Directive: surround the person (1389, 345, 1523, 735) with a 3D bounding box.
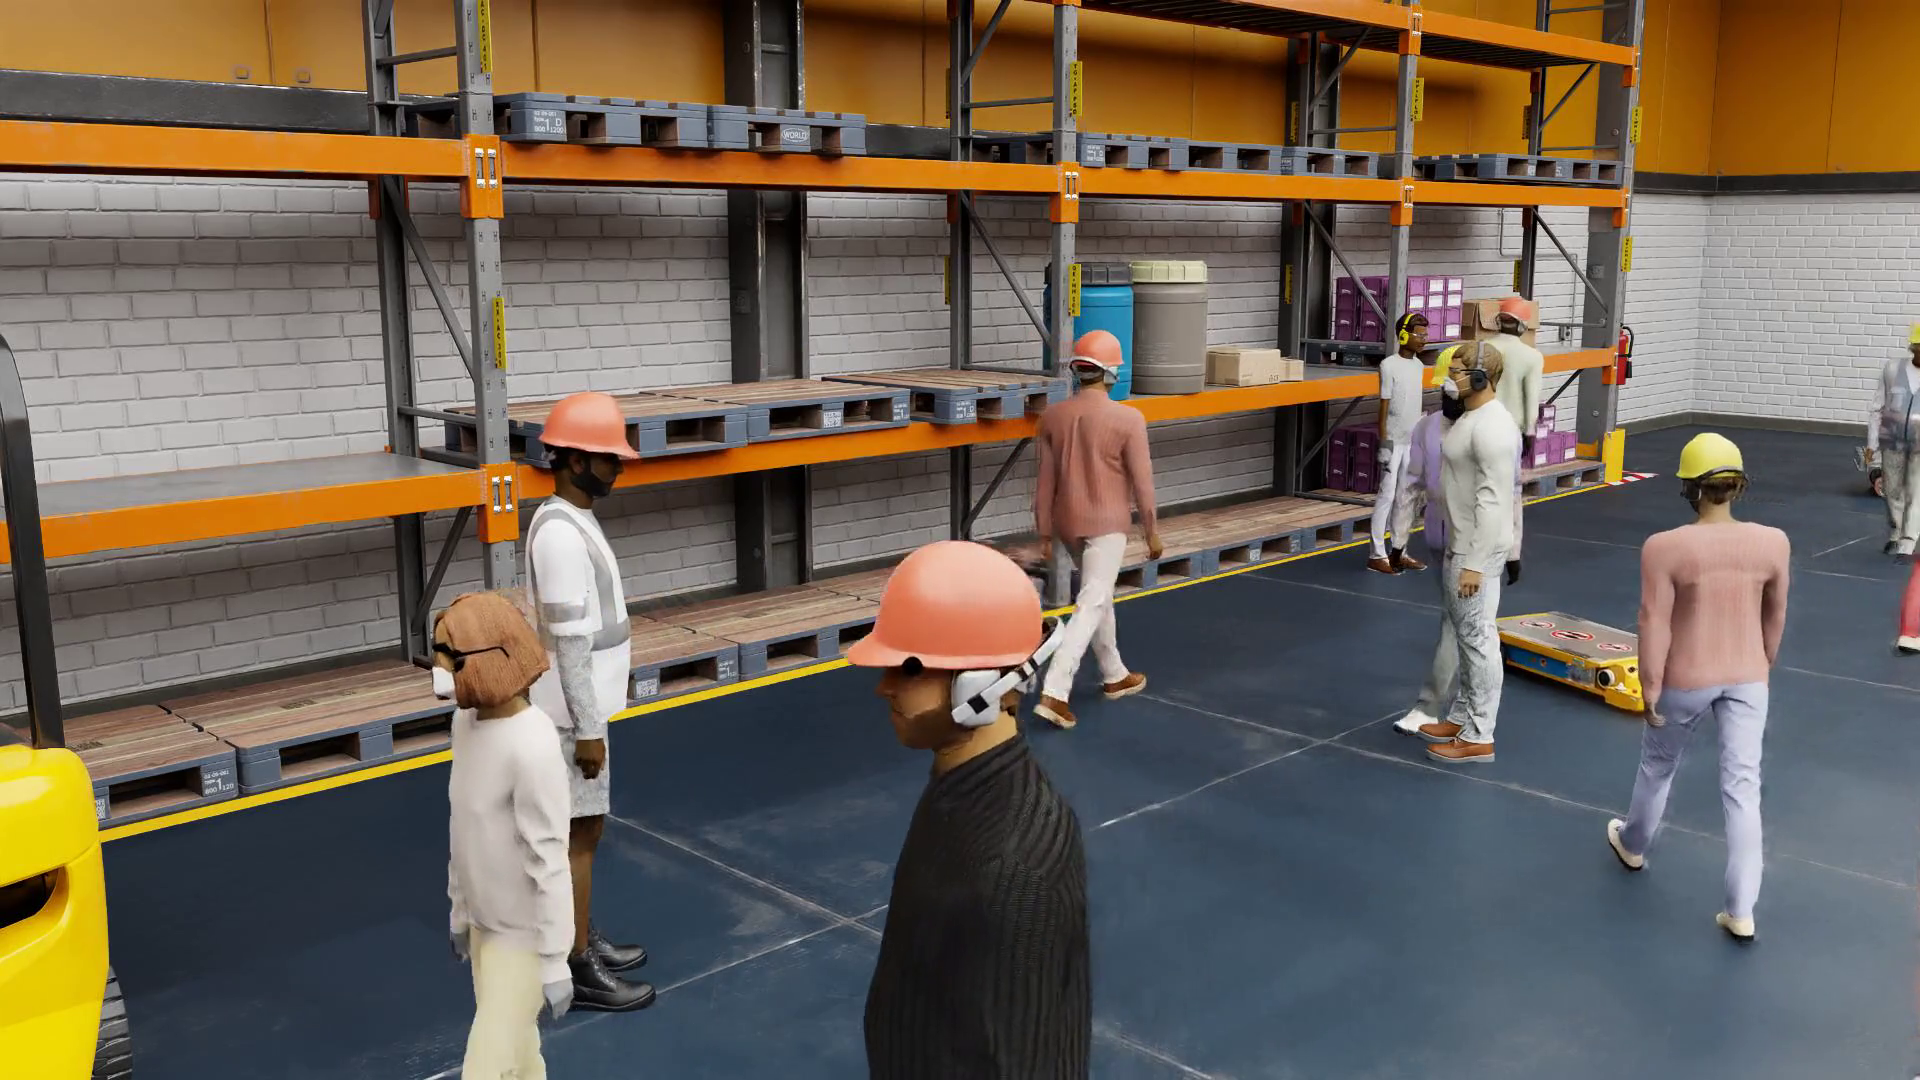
[{"bbox_3d":[2.454,-0.017,8.197,0.971,1.884,0.598,-8,13,-36],"label":"person"}]

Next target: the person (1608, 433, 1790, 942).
[{"bbox_3d":[2.650,0.481,5.915,0.541,1.718,0.922,1,10,5],"label":"person"}]

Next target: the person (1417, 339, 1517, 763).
[{"bbox_3d":[2.343,0.054,7.625,0.370,1.941,0.627,2,11,10],"label":"person"}]

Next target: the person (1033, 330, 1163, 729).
[{"bbox_3d":[0.642,-0.069,8.297,0.608,1.952,1.052,10,14,42],"label":"person"}]

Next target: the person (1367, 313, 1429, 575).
[{"bbox_3d":[3.151,-0.684,11.880,0.510,1.860,0.334,-9,14,-42],"label":"person"}]

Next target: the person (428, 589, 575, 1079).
[{"bbox_3d":[-1.044,0.911,3.801,0.354,1.620,0.529,-7,13,-34],"label":"person"}]

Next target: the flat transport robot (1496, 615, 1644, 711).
[{"bbox_3d":[3.395,0.627,9.054,0.652,0.197,1.431,-4,11,-23],"label":"flat transport robot"}]

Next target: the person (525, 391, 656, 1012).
[{"bbox_3d":[-1.160,0.501,5.206,0.363,1.933,0.543,-2,11,-13],"label":"person"}]

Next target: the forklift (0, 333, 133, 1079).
[{"bbox_3d":[-3.289,0.485,4.582,1.214,2.155,2.313,-10,14,-44],"label":"forklift"}]

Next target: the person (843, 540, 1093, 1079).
[{"bbox_3d":[0.096,0.957,2.668,0.995,1.958,0.625,-2,11,-9],"label":"person"}]

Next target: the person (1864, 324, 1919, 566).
[{"bbox_3d":[7.067,-0.718,12.310,0.604,1.810,0.794,10,14,43],"label":"person"}]

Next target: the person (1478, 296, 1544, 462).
[{"bbox_3d":[4.093,-0.877,12.682,0.616,1.956,0.968,6,12,30],"label":"person"}]

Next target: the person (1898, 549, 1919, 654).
[{"bbox_3d":[5.783,-0.196,9.583,0.934,1.716,0.539,-6,12,-29],"label":"person"}]
